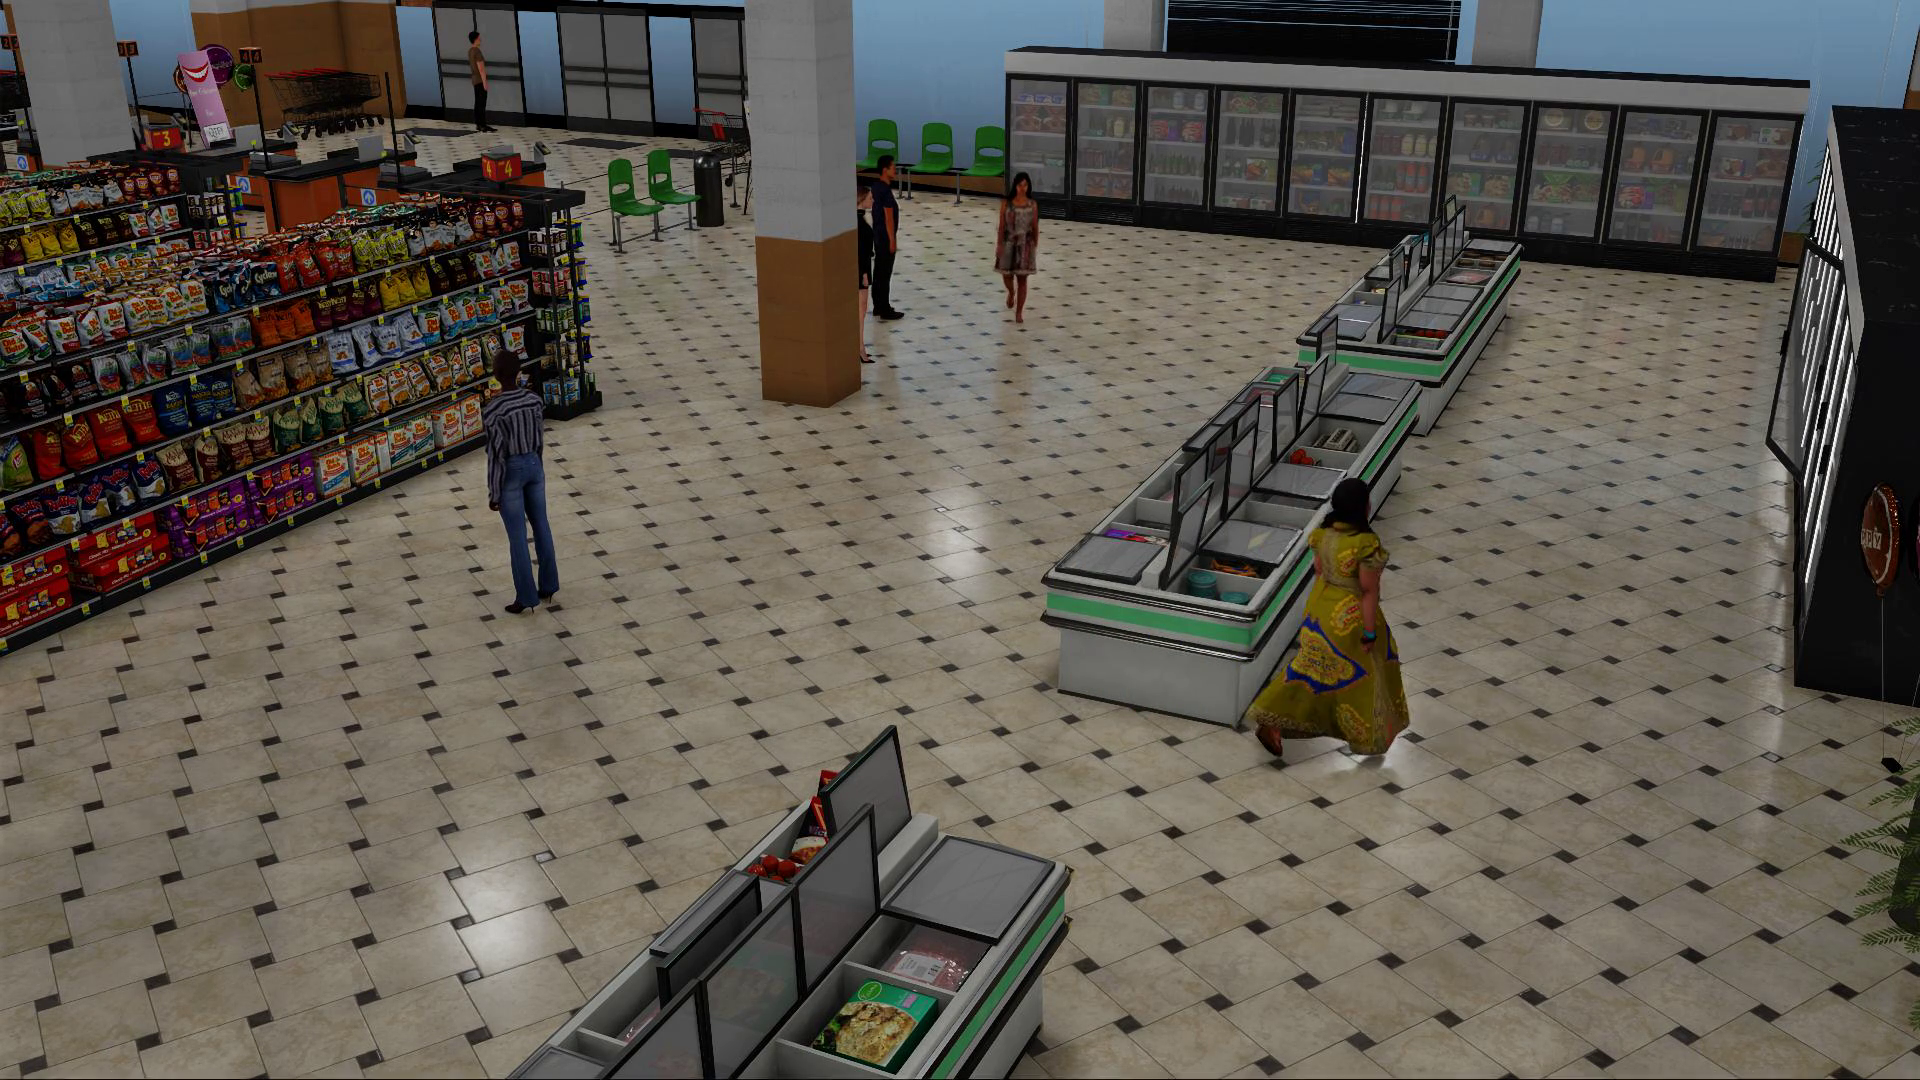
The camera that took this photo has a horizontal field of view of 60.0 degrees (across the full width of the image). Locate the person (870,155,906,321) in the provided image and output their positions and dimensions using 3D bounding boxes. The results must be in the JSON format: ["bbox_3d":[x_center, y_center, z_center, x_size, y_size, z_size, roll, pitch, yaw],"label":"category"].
[{"bbox_3d":[-0.849,-3.342,18.343,0.764,1.788,0.708,-8,23,-20],"label":"person"}]

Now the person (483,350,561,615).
[{"bbox_3d":[-2.895,-0.379,10.959,0.700,1.796,0.496,13,25,29],"label":"person"}]

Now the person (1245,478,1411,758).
[{"bbox_3d":[2.013,0.479,9.053,1.388,1.625,1.223,-11,24,-26],"label":"person"}]

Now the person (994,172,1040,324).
[{"bbox_3d":[0.637,-3.230,18.277,0.816,1.630,0.920,0,22,0],"label":"person"}]

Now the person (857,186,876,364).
[{"bbox_3d":[-0.990,-2.672,16.703,0.712,1.768,0.615,-3,22,-7],"label":"person"}]

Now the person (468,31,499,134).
[{"bbox_3d":[-9.144,-8.708,31.614,0.752,1.852,0.748,-14,26,-31],"label":"person"}]
